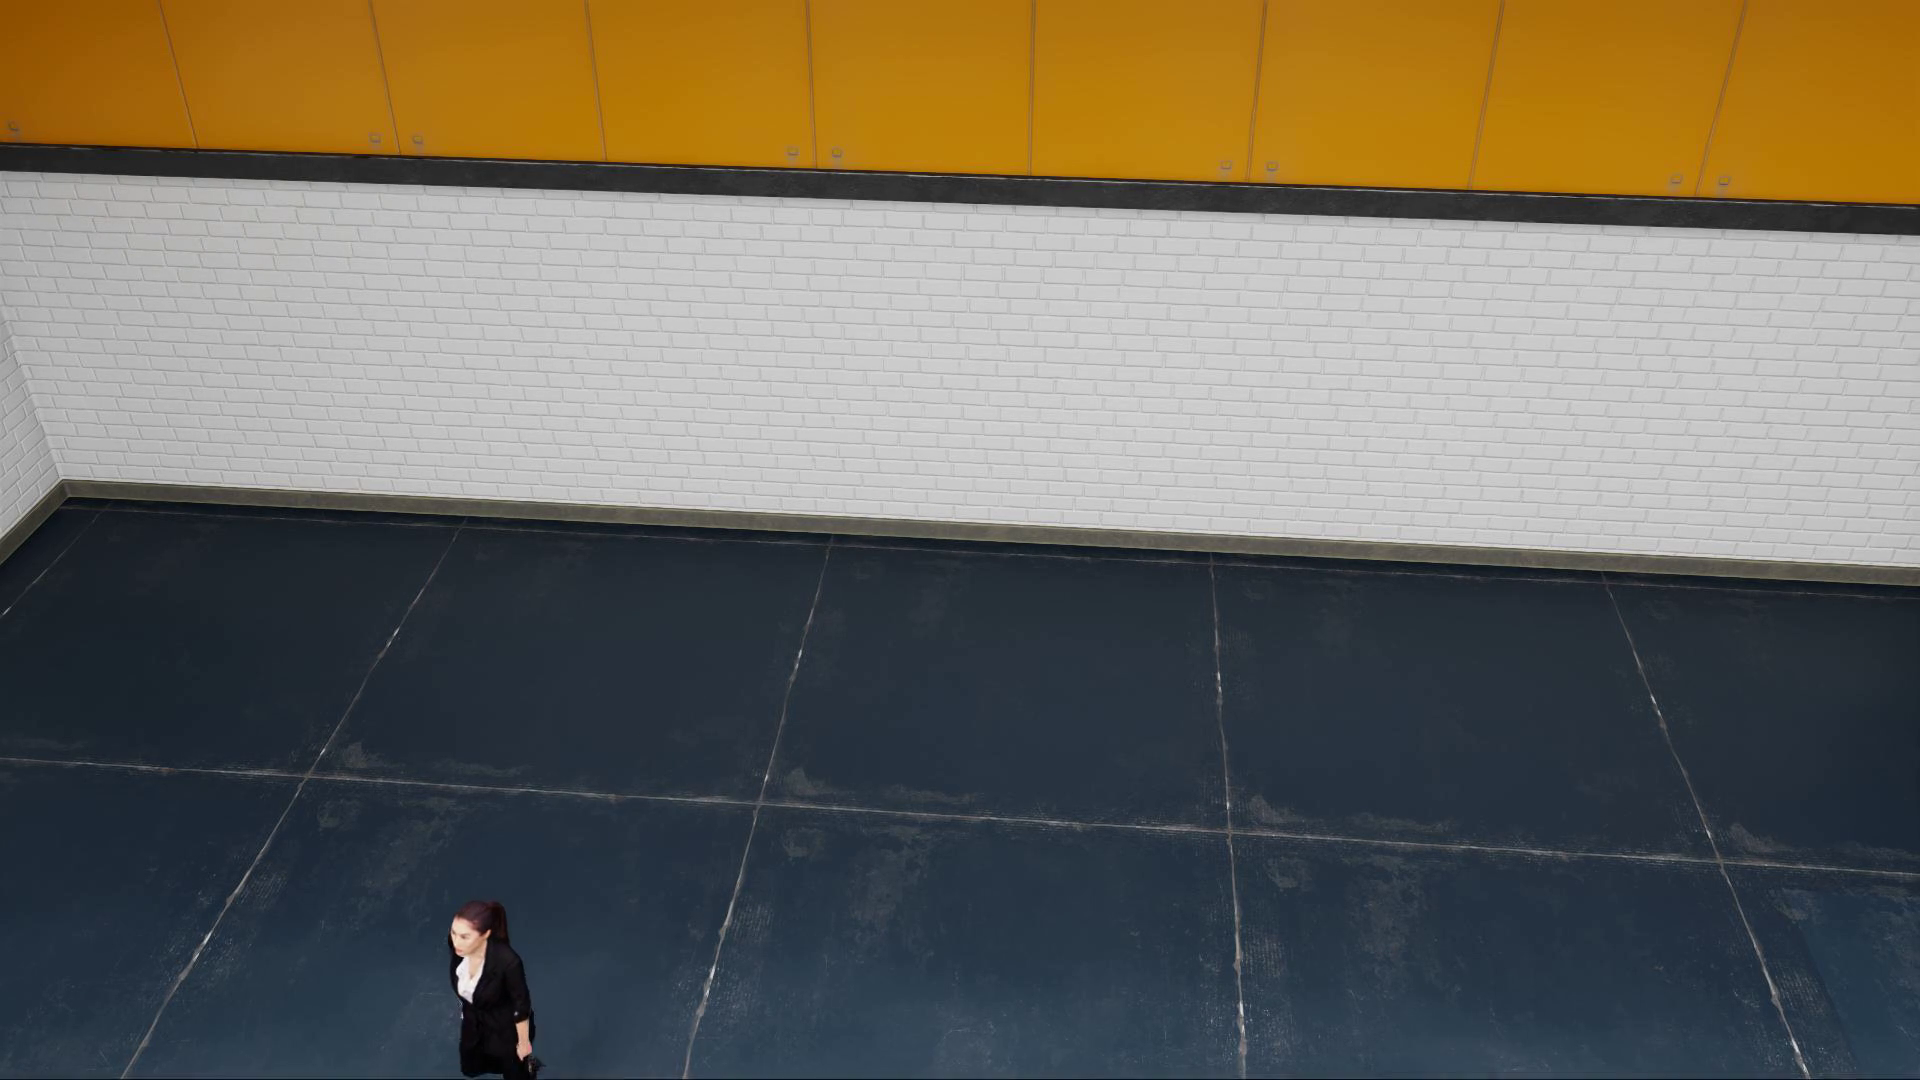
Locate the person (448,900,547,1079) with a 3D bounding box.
[{"bbox_3d":[-2.232,2.336,8.223,0.737,1.651,0.797,17,37,24],"label":"person"}]
